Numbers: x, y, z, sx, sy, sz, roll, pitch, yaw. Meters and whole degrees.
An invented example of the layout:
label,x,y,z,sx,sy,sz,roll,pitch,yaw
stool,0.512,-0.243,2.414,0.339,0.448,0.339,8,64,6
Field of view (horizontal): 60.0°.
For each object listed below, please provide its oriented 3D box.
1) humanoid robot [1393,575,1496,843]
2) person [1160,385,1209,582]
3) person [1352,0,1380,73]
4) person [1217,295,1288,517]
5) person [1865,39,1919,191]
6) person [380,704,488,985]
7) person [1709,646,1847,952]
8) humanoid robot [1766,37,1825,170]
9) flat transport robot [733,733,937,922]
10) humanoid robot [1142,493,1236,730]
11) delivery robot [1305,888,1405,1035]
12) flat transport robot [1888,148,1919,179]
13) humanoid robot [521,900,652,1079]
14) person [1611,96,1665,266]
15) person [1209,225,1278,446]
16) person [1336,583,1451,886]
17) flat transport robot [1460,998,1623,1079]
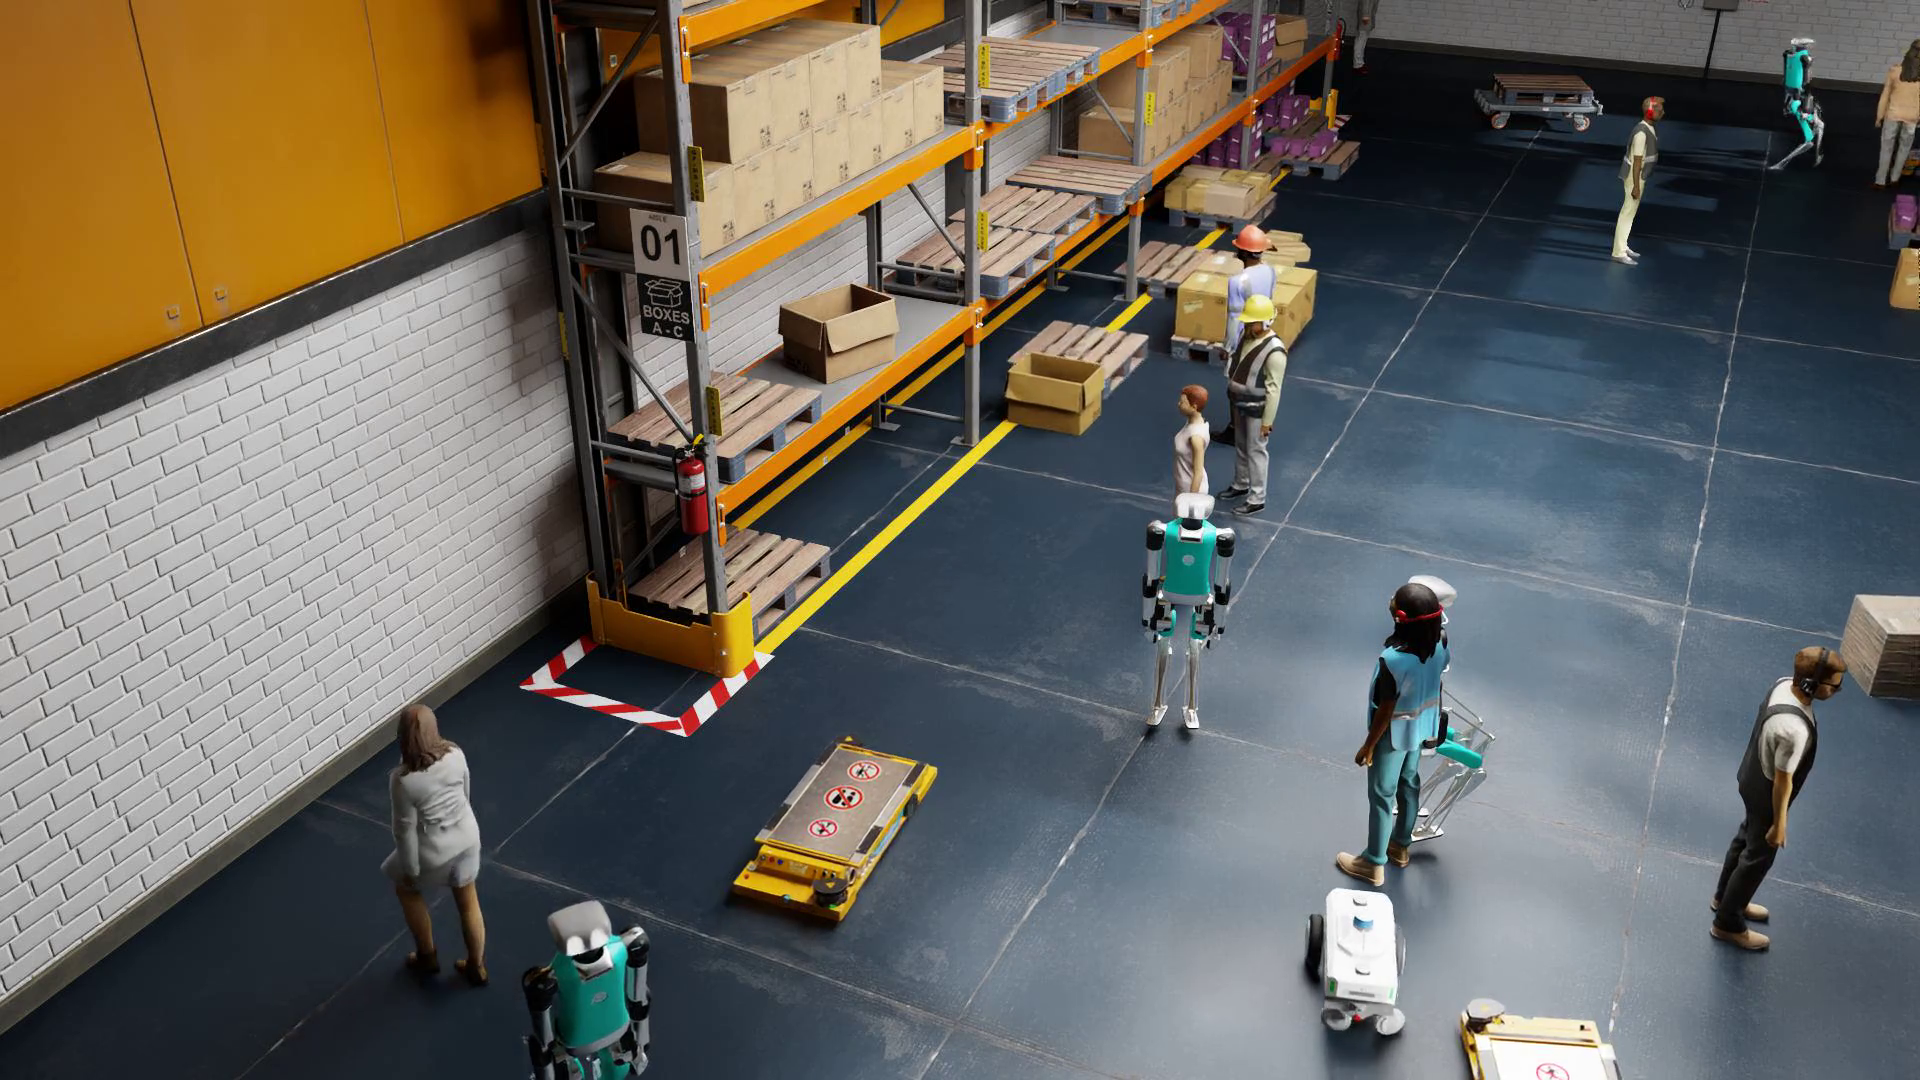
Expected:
label,x,y,z,sx,sy,sz,roll,pitch,yaw
humanoid robot,2.741,0.936,9.302,0.735,1.680,0.533,-2,28,-5
person,1.624,-0.336,11.882,0.276,1.660,0.458,0,28,1
person,6.588,-8.498,26.844,0.367,1.830,0.502,12,31,22
person,2.297,-1.066,13.073,0.403,1.824,0.597,-8,29,-15
person,11.884,-5.358,20.995,0.568,1.855,0.464,10,30,18
person,-2.680,1.531,8.433,0.580,1.640,0.498,23,36,36
person,4.211,1.328,8.619,0.354,1.834,0.520,8,29,15
humanoid robot,11.205,-5.709,21.805,1.007,1.758,0.571,-3,29,-6
flat transport robot,-0.698,1.639,9.689,0.659,0.231,1.431,10,30,19
humanoid robot,1.405,0.376,10.344,0.533,1.677,0.735,5,29,9
delivery robot,2.041,2.125,8.506,0.512,0.613,0.784,5,29,9
flat transport robot,12.945,-4.894,21.803,1.431,0.231,0.659,13,31,22
humanoid robot,-1.653,2.182,7.176,0.530,1.824,0.795,-19,34,-31
person,7.521,-4.006,18.491,0.391,1.849,0.564,13,31,22
person,2.419,-1.743,14.199,0.543,1.942,0.349,-24,36,-37
person,2.395,1.059,9.084,0.516,1.866,0.391,-21,35,-34
flat transport robot,2.769,2.719,7.687,0.659,0.231,1.431,3,28,5
